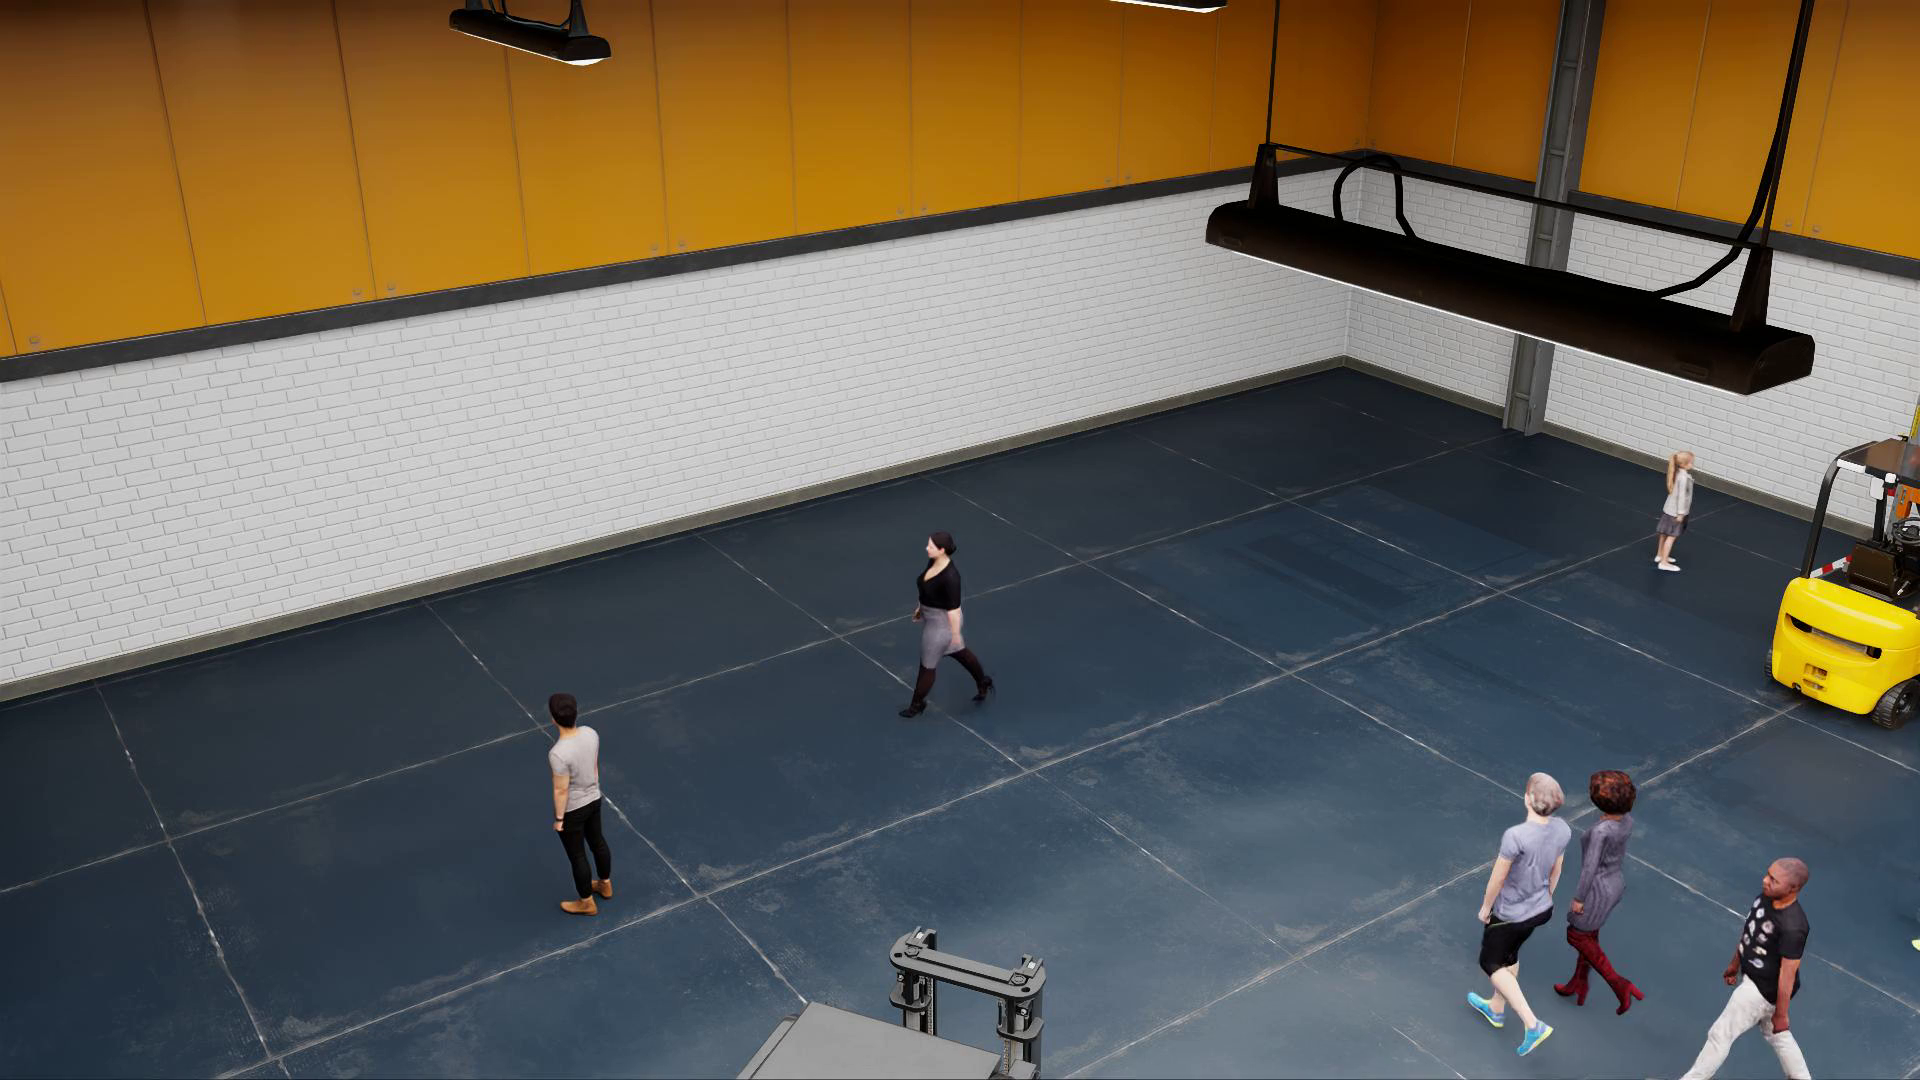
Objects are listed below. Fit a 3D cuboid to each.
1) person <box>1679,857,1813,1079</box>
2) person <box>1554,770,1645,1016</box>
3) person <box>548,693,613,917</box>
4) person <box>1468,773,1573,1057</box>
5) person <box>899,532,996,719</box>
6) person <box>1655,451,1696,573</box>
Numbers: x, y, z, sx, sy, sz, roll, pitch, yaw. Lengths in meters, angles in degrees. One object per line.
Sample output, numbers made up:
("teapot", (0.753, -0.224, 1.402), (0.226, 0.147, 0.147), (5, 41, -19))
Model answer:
("person", (4.811, 2.649, 9.770), (1.271, 1.752, 1.200), (4, 24, 9))
("person", (4.158, 2.303, 10.634), (0.661, 1.694, 0.872), (-21, 31, -39))
("person", (-2.674, 1.841, 11.662), (0.677, 1.716, 0.681), (12, 27, 26))
("person", (3.530, 2.348, 10.321), (0.733, 1.861, 0.990), (-12, 27, -26))
("person", (-0.046, 0.724, 14.217), (1.005, 1.717, 1.158), (-5, 24, -12))
("person", (7.390, -0.323, 17.164), (0.661, 1.275, 0.604), (5, 24, 10))
